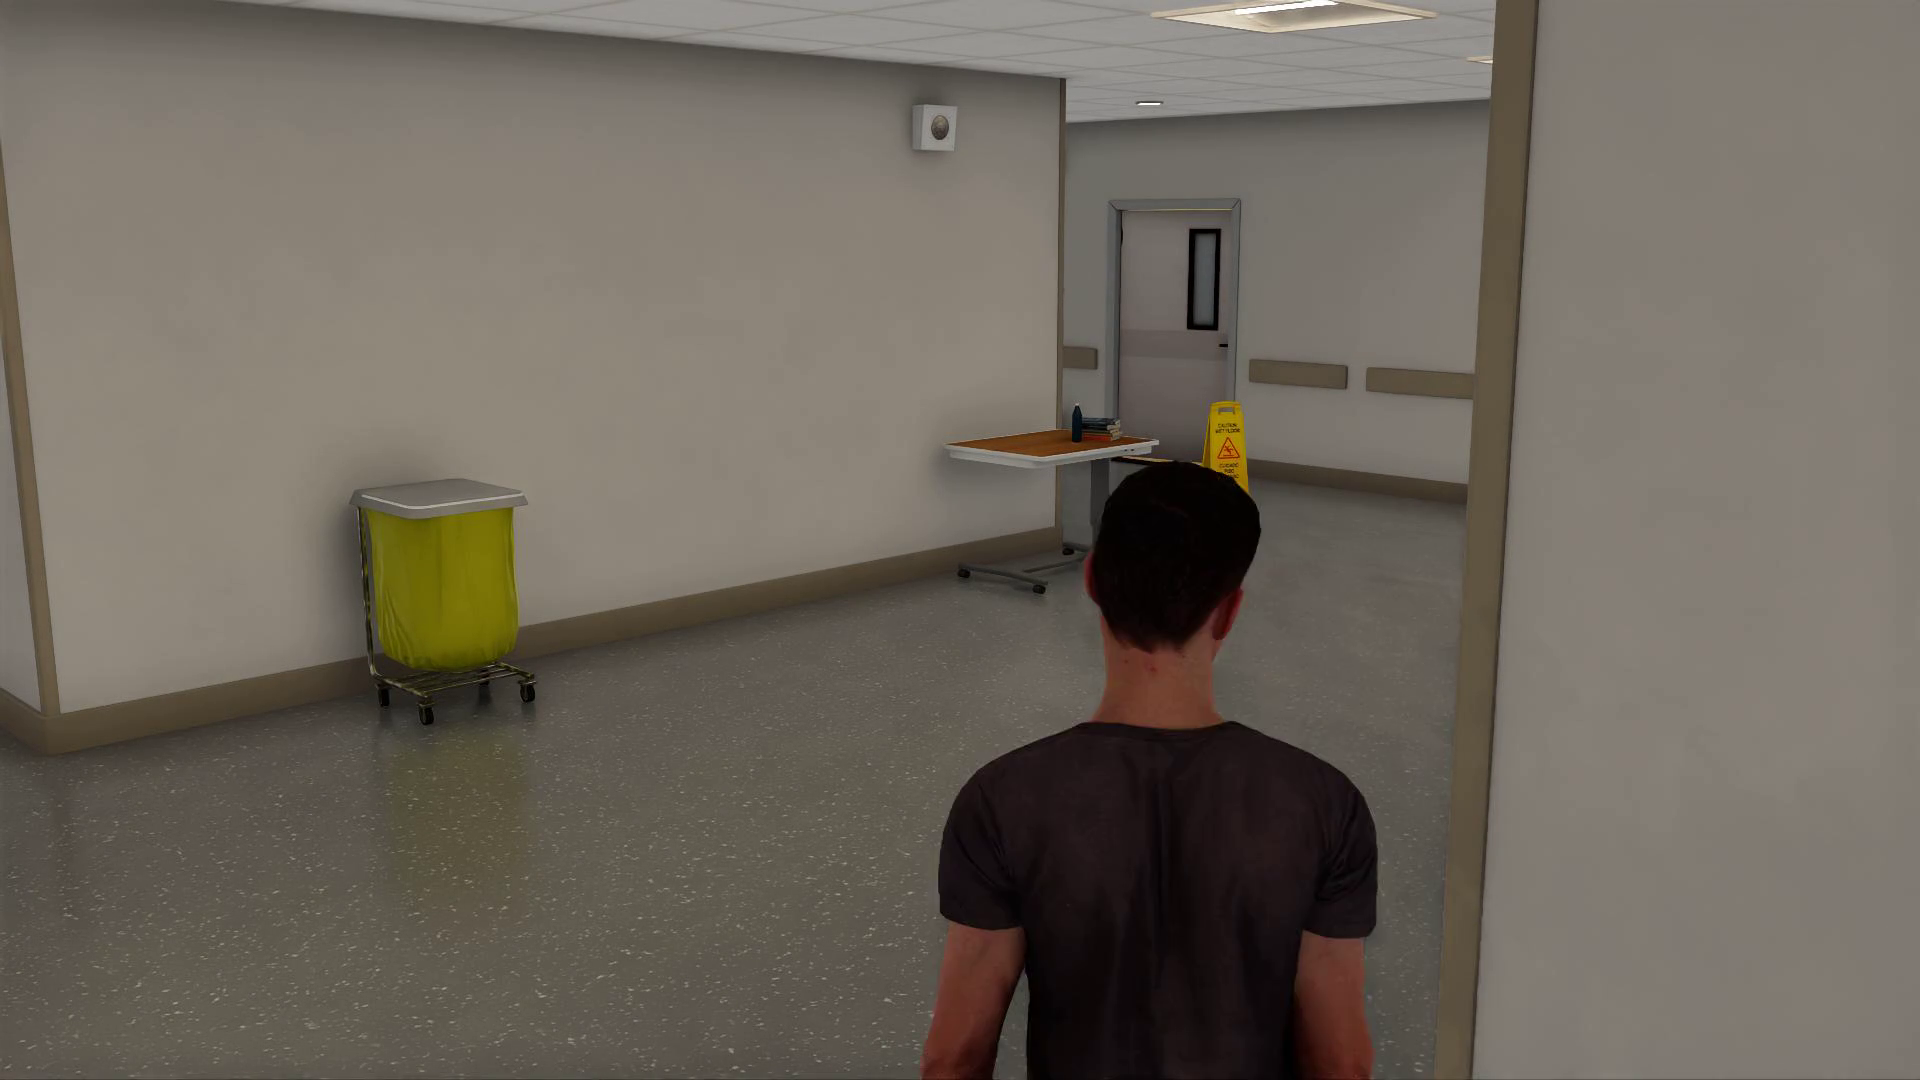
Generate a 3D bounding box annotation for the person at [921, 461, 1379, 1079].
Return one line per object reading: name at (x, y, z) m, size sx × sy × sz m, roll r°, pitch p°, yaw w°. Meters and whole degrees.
person at (0.218, 0.853, 1.808) m, size 0.854 × 1.835 × 0.912 m, roll -1°, pitch 11°, yaw -5°
